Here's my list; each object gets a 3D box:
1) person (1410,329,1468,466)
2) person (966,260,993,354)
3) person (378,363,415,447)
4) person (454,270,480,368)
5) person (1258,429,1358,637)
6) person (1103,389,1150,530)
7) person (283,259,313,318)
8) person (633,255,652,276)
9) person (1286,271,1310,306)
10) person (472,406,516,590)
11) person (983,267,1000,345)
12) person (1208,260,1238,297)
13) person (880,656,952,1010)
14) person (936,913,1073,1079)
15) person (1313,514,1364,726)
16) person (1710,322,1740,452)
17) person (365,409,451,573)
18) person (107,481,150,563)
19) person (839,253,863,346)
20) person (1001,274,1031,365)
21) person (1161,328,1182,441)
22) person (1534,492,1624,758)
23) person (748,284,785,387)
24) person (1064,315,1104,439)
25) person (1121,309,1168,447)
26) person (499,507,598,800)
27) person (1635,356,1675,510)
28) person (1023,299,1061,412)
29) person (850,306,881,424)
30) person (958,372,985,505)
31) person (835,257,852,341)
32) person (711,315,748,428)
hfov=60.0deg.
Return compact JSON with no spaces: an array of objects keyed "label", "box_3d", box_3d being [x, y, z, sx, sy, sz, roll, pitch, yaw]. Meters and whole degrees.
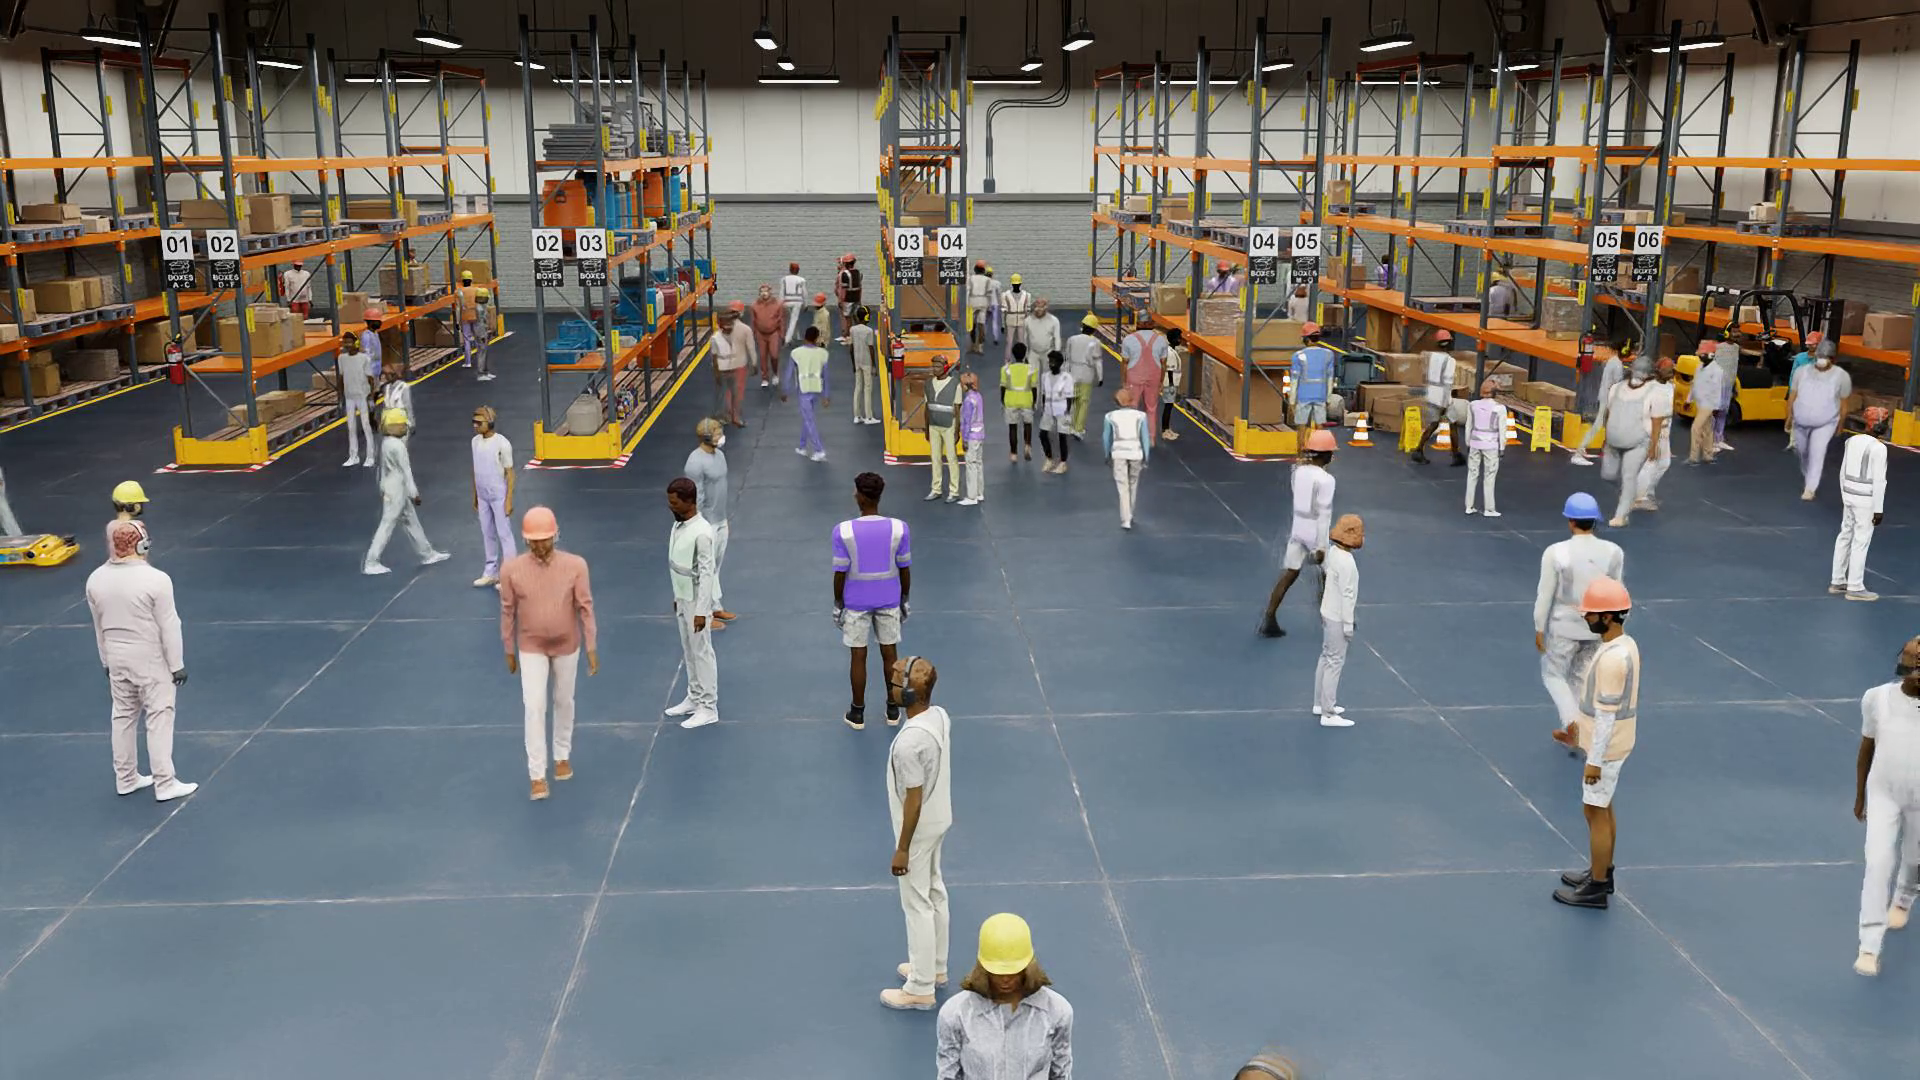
[{"label":"person","box_3d":[6.620,-1.949,22.860,0.721,1.884,0.545,-7,15,-26]},{"label":"person","box_3d":[0.376,-4.957,35.441,0.684,1.967,1.062,-1,13,-6]},{"label":"person","box_3d":[-7.223,-1.449,21.295,0.547,1.625,0.458,12,18,41]},{"label":"person","box_3d":[-9.759,-4.395,33.119,0.594,1.930,0.352,-9,16,-34]},{"label":"person","box_3d":[3.122,-0.053,14.841,1.027,1.887,0.558,-7,15,-27]},{"label":"person","box_3d":[1.927,-0.949,19.255,0.523,1.585,0.858,-1,13,-4]},{"label":"person","box_3d":[-14.687,-5.334,36.966,0.379,1.994,0.611,12,18,41]},{"label":"person","box_3d":[-7.912,-6.291,41.570,0.554,1.735,0.569,9,16,35]},{"label":"person","box_3d":[7.728,-5.513,37.956,0.579,1.882,0.342,0,13,-1]},{"label":"person","box_3d":[-4.627,-0.419,16.464,0.517,1.843,0.325,8,15,30]},{"label":"person","box_3d":[0.663,-5.239,37.156,0.521,1.719,0.926,-2,13,-7]},{"label":"person","box_3d":[5.492,-4.807,34.681,0.648,2.010,0.924,0,13,1]},{"label":"person","box_3d":[-0.219,1.474,8.441,0.335,1.845,0.513,4,14,17]},{"label":"person","box_3d":[0.160,2.129,5.884,0.492,1.743,0.296,-2,13,-6]},{"label":"person","box_3d":[2.887,0.599,12.630,0.289,1.626,0.498,0,13,-1]},{"label":"person","box_3d":[11.054,-2.216,24.020,0.517,1.874,0.327,-8,15,-29]},{"label":"person","box_3d":[-5.787,-0.512,17.185,0.915,1.693,0.504,-8,16,-31]},{"label":"person","box_3d":[-6.546,0.405,13.175,0.539,1.754,0.387,11,17,40]},{"label":"person","box_3d":[-2.420,-5.314,36.796,0.402,2.039,0.610,10,17,37]},{"label":"person","box_3d":[1.091,-4.206,32.329,0.593,1.924,0.381,-2,13,-7]},{"label":"person","box_3d":[3.156,-2.337,24.926,0.319,1.689,0.539,2,13,9]},{"label":"person","box_3d":[4.428,0.630,11.852,0.621,1.930,0.658,-1,13,-5]},{"label":"person","box_3d":[-3.535,-3.723,30.365,0.669,1.886,0.517,0,13,1]},{"label":"person","box_3d":[1.856,-2.449,25.031,0.596,1.879,0.683,11,17,38]},{"label":"person","box_3d":[2.668,-2.366,24.292,0.685,2.000,0.535,-2,13,-7]},{"label":"person","box_3d":[-2.758,0.760,11.228,0.617,1.963,0.872,-4,14,-18]},{"label":"person","box_3d":[8.418,-1.295,20.127,0.599,1.873,0.367,-9,16,-33]},{"label":"person","box_3d":[1.366,-3.113,27.858,0.650,1.866,0.982,2,13,7]},{"label":"person","box_3d":[-1.519,-2.770,26.367,0.521,1.874,0.328,11,17,38]},{"label":"person","box_3d":[0.148,-1.241,20.402,0.314,1.632,0.522,4,14,15]},{"label":"person","box_3d":[-2.650,-5.469,37.751,0.400,1.901,0.646,3,14,14]},{"label":"person","box_3d":[-3.631,-2.620,25.924,0.577,1.775,0.897,-12,18,-42]}]
